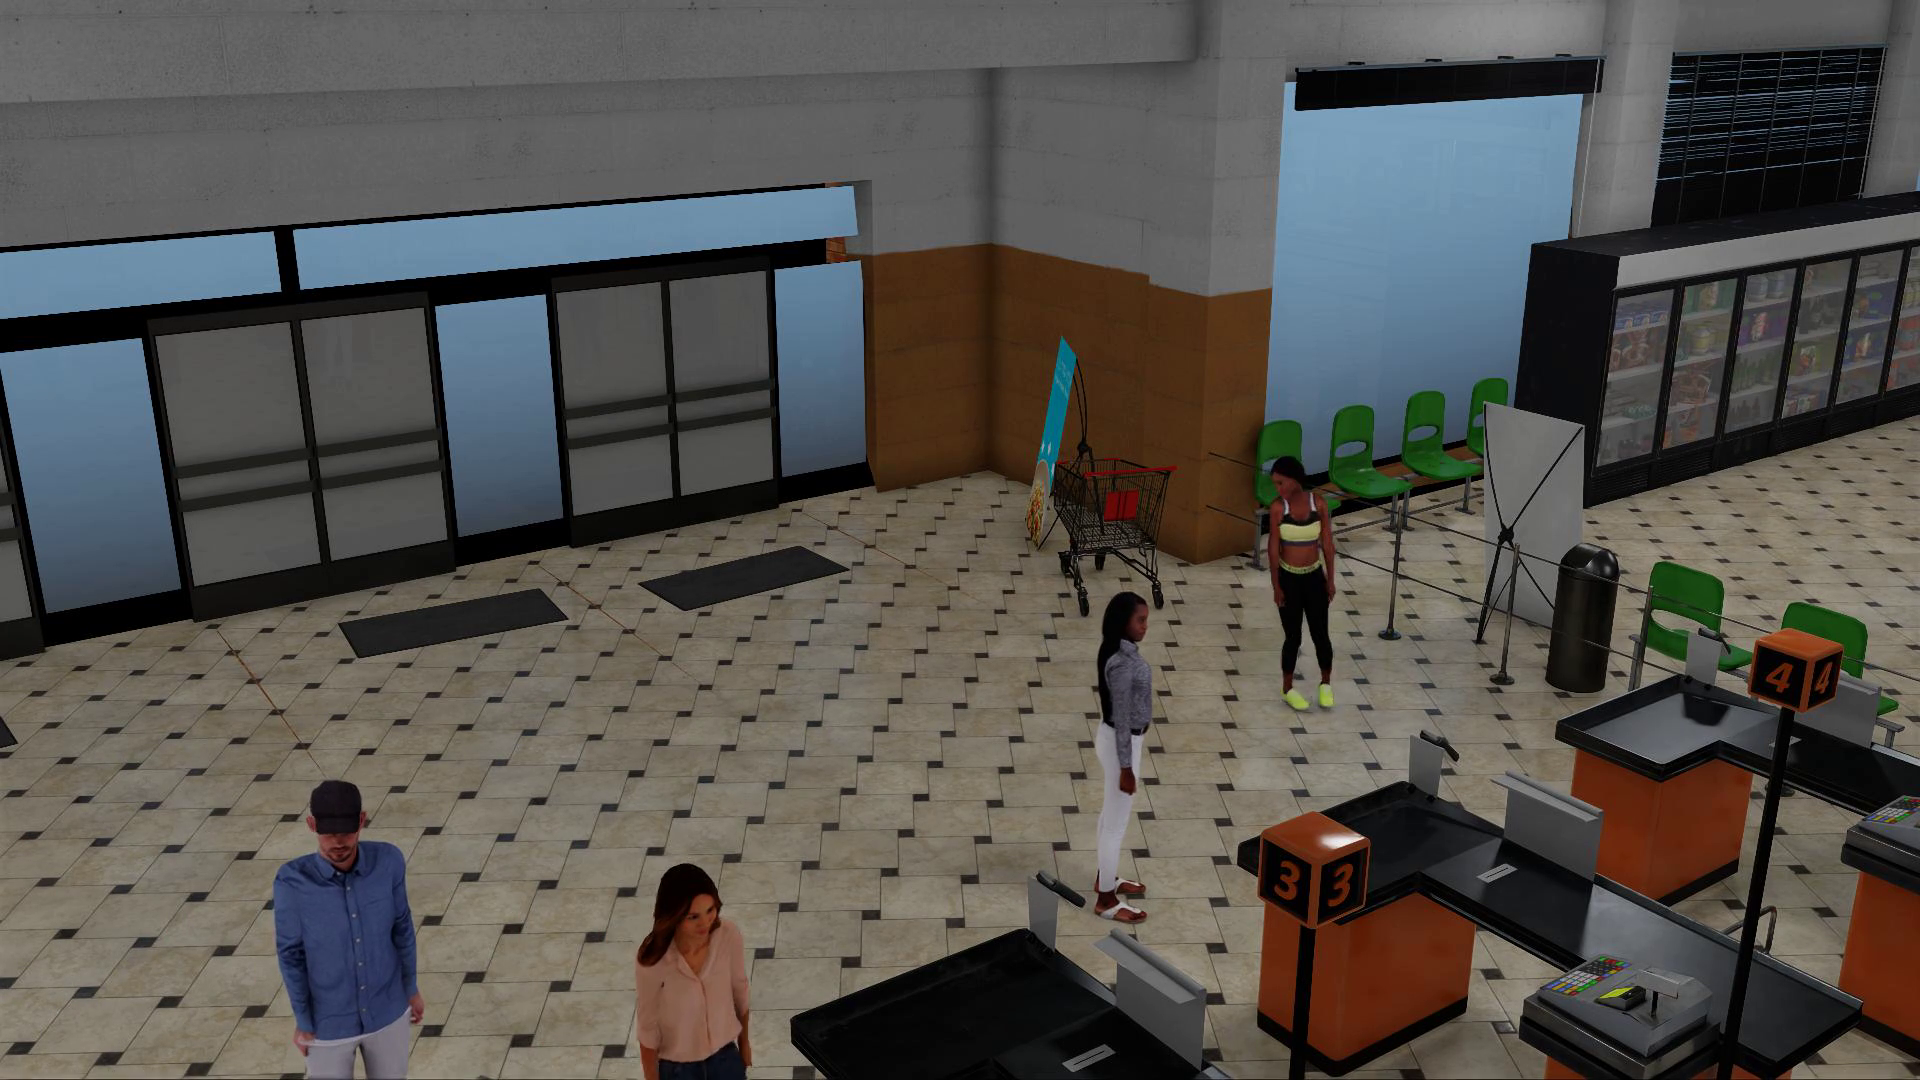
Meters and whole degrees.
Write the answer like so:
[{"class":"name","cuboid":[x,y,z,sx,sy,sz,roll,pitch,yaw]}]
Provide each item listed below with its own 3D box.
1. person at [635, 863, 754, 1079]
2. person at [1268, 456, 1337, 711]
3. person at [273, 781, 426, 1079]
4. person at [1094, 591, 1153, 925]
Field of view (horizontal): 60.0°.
[{"class":"person","cuboid":[-0.995,1.884,5.987,0.647,1.767,0.770,-11,22,-30]},{"class":"person","cuboid":[2.200,0.290,10.808,0.768,1.709,0.795,-3,19,-10]},{"class":"person","cuboid":[-2.262,1.749,6.209,0.639,1.883,0.558,-12,22,-32]},{"class":"person","cuboid":[0.815,1.079,8.446,0.727,1.723,0.657,2,19,7]}]
